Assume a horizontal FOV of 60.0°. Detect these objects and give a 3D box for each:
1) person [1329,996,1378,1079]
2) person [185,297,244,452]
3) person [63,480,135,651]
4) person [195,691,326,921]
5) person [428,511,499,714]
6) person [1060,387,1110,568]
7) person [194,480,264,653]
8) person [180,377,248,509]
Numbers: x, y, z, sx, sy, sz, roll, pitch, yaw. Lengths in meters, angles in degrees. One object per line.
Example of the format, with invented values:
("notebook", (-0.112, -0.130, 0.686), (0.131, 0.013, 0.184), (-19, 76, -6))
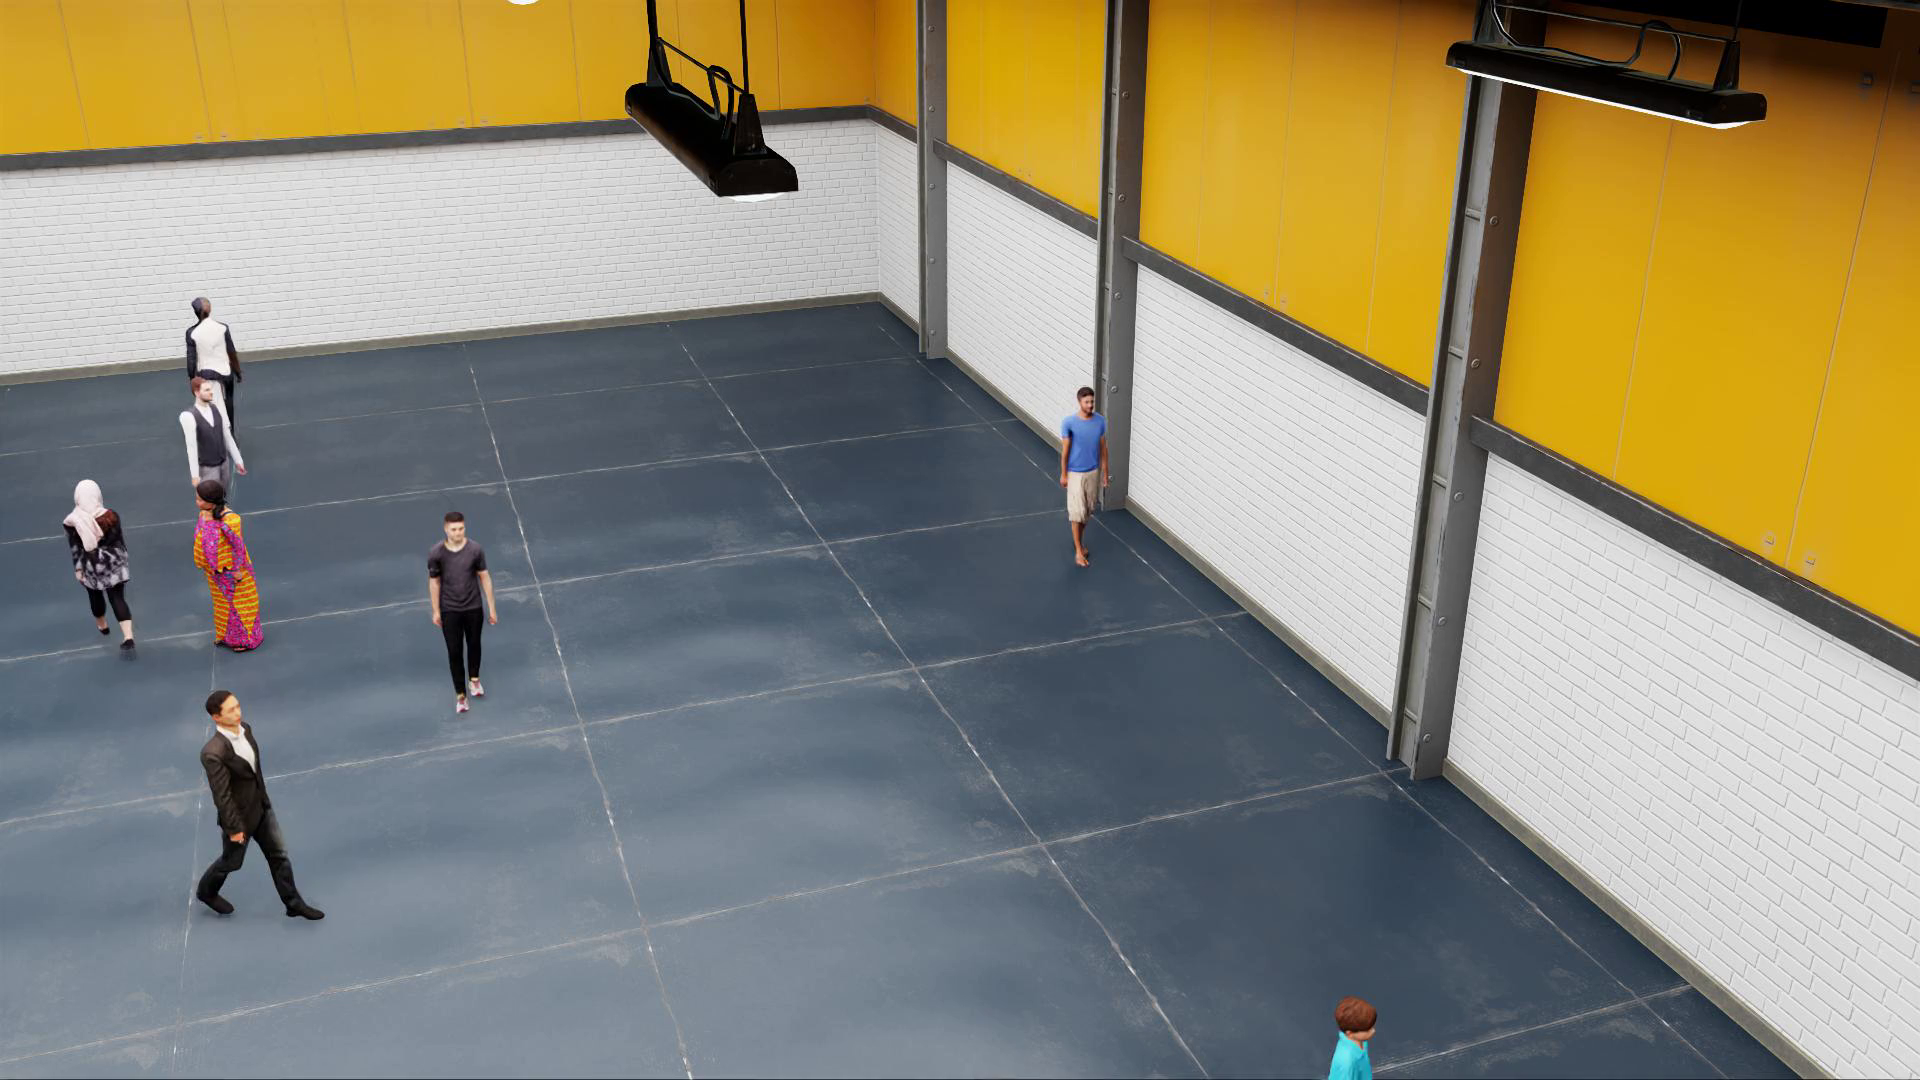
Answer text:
("person", (2.018, 3.062, 8.996), (0.701, 1.439, 0.640), (10, 25, 21))
("person", (-8.871, -1.931, 19.900), (0.910, 1.854, 1.171), (-16, 28, -32))
("person", (-7.807, 0.267, 15.196), (0.853, 1.594, 1.170), (-19, 30, -37))
("person", (-4.985, 1.852, 11.356), (1.130, 1.766, 1.212), (4, 24, 10))
("person", (-4.303, 0.551, 14.357), (0.685, 1.745, 0.880), (-9, 25, -20))
("person", (1.226, -0.726, 17.151), (0.640, 1.848, 0.861), (-9, 25, -19))
("person", (-6.732, 0.200, 15.230), (0.764, 1.690, 0.836), (15, 28, 31))
("person", (-7.768, -0.759, 17.125), (0.962, 1.930, 0.904), (8, 25, 17))
